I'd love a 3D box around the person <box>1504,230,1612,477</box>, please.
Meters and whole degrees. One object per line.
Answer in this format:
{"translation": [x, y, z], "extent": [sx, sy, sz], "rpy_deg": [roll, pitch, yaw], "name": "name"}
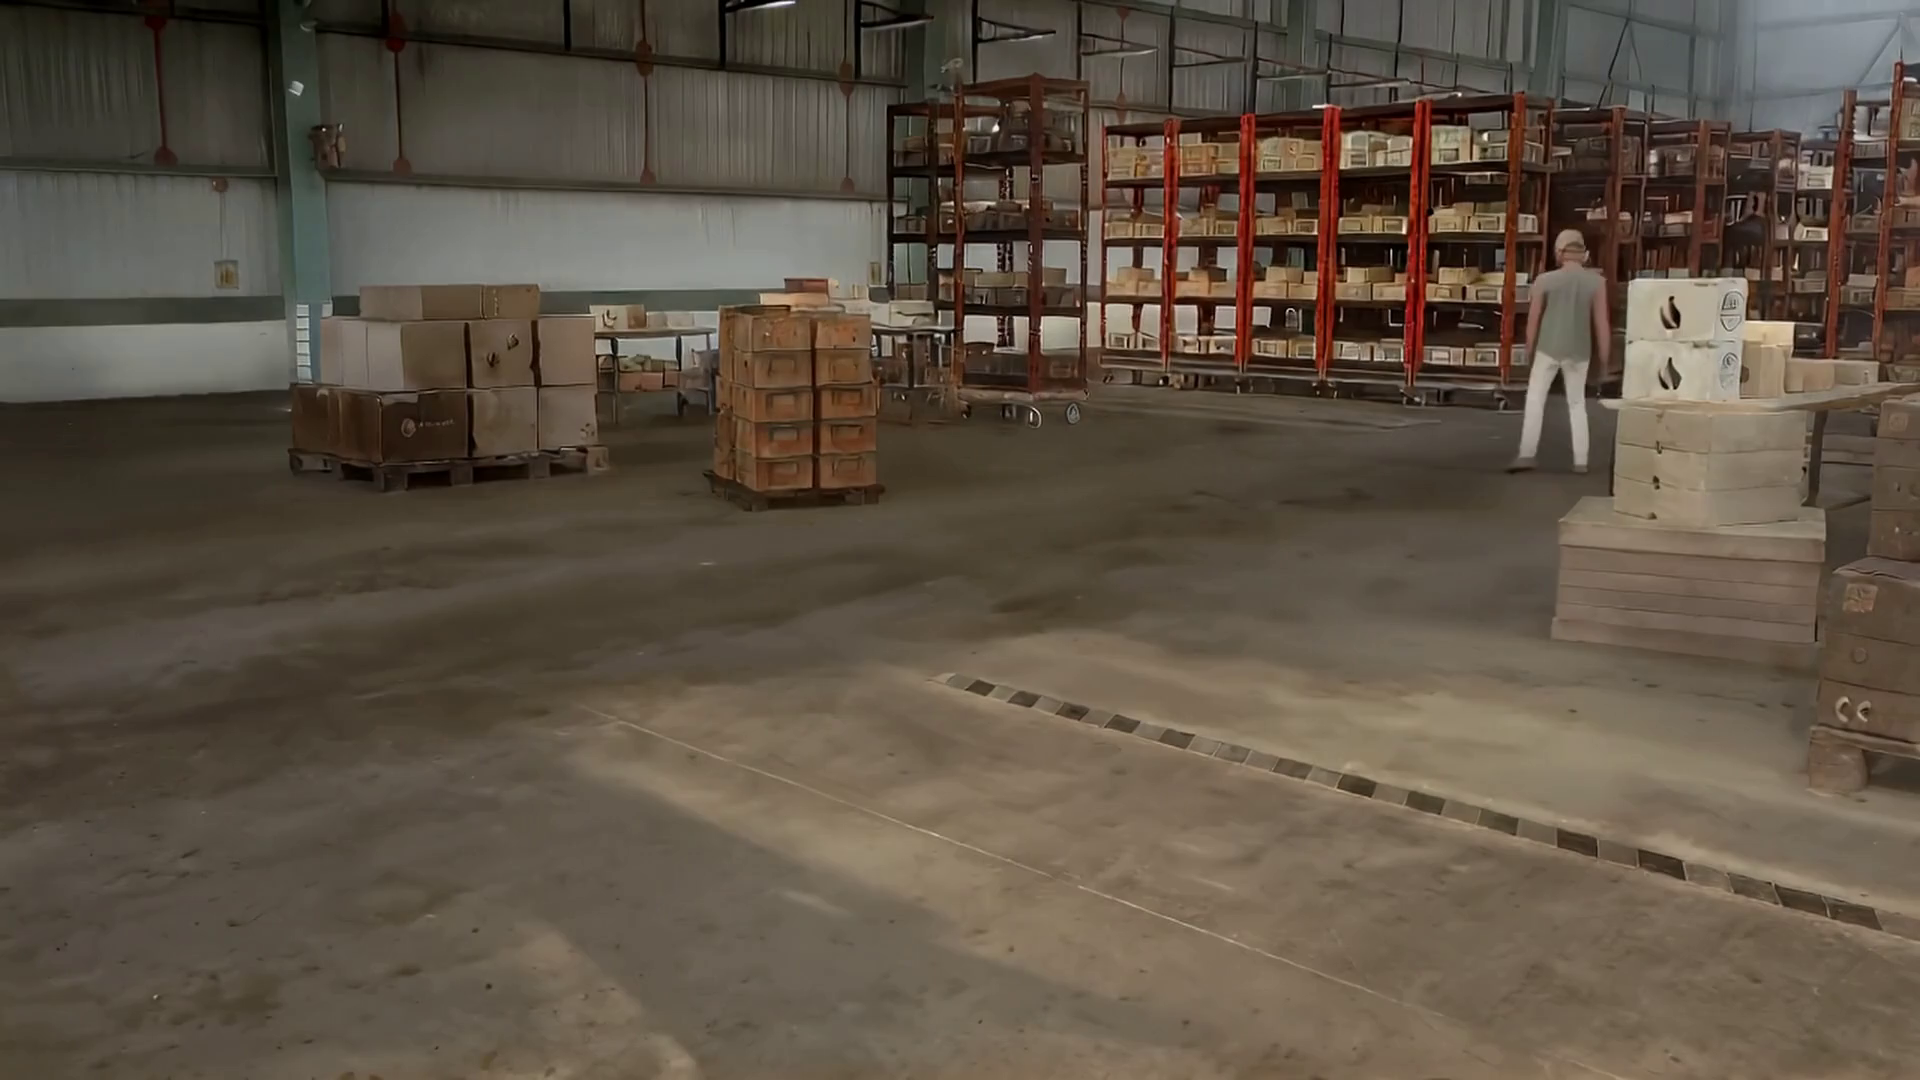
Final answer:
{"translation": [4.765, -1.469, 13.234], "extent": [0.848, 1.959, 0.595], "rpy_deg": [-1, 9, -4], "name": "person"}
